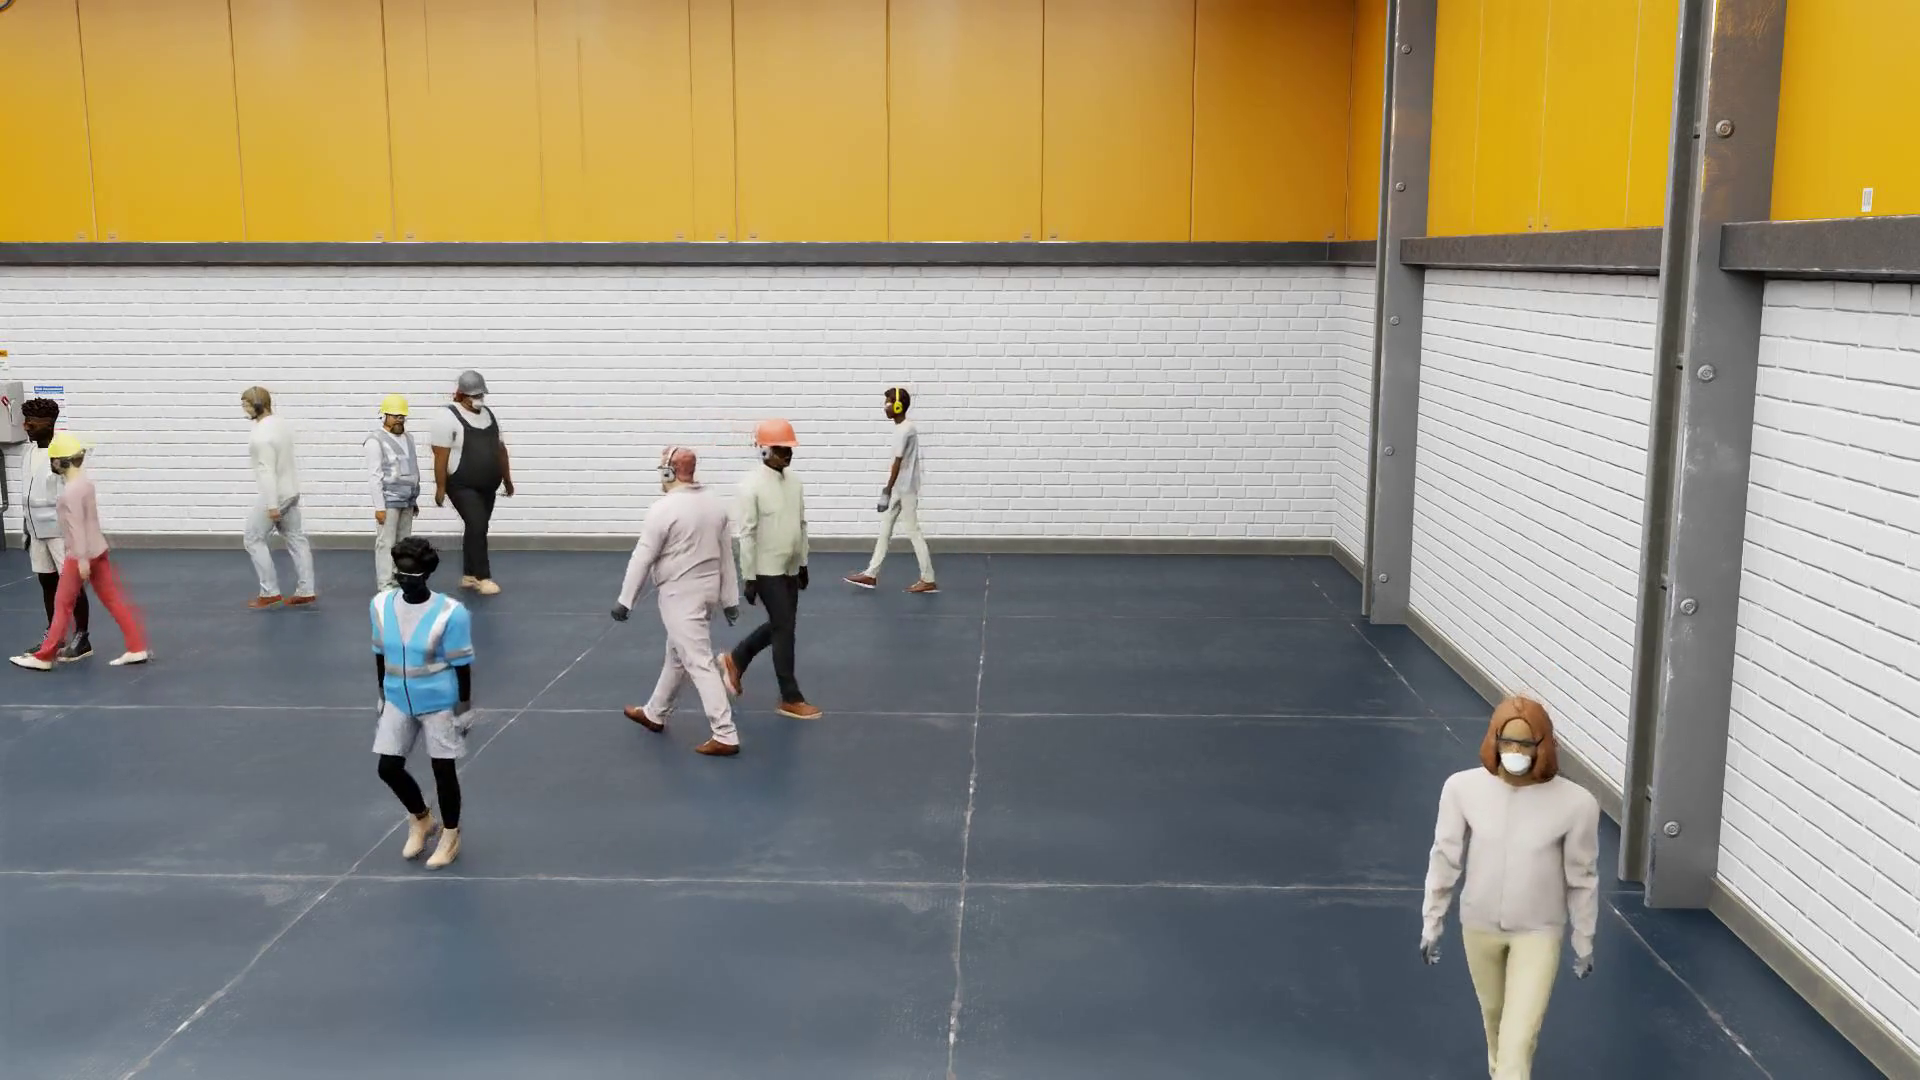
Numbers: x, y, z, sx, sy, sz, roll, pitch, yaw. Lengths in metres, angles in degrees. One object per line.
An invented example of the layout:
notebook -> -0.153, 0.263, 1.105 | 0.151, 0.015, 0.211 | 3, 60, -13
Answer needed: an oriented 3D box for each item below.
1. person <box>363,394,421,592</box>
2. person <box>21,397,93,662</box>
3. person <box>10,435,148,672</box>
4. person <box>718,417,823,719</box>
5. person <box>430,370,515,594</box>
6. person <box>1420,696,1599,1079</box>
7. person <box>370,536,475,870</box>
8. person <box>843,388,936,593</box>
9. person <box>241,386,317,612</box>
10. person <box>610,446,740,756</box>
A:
person -> -4.825, -0.339, 14.245 | 0.404, 1.828, 0.591 | 3, 10, 15
person -> -6.726, -0.080, 12.325 | 0.606, 1.966, 0.367 | 4, 11, 23
person -> -6.383, 0.100, 12.013 | 0.909, 1.717, 0.541 | -2, 10, -11
person -> -1.268, 0.163, 10.914 | 0.848, 1.968, 0.622 | 5, 11, 29
person -> -4.280, -0.537, 14.785 | 0.711, 2.000, 0.786 | 5, 11, 28
person -> 1.785, 1.283, 5.435 | 0.520, 1.581, 0.851 | 6, 11, 31
person -> -2.591, 0.790, 8.056 | 0.549, 1.673, 0.391 | 2, 10, 11
person -> -0.627, -0.422, 14.740 | 0.907, 1.834, 0.516 | -1, 10, -4
person -> -5.821, -0.348, 14.026 | 0.670, 1.910, 0.664 | 0, 10, 0
person -> -1.709, 0.359, 10.104 | 1.023, 1.849, 0.646 | 5, 11, 26
